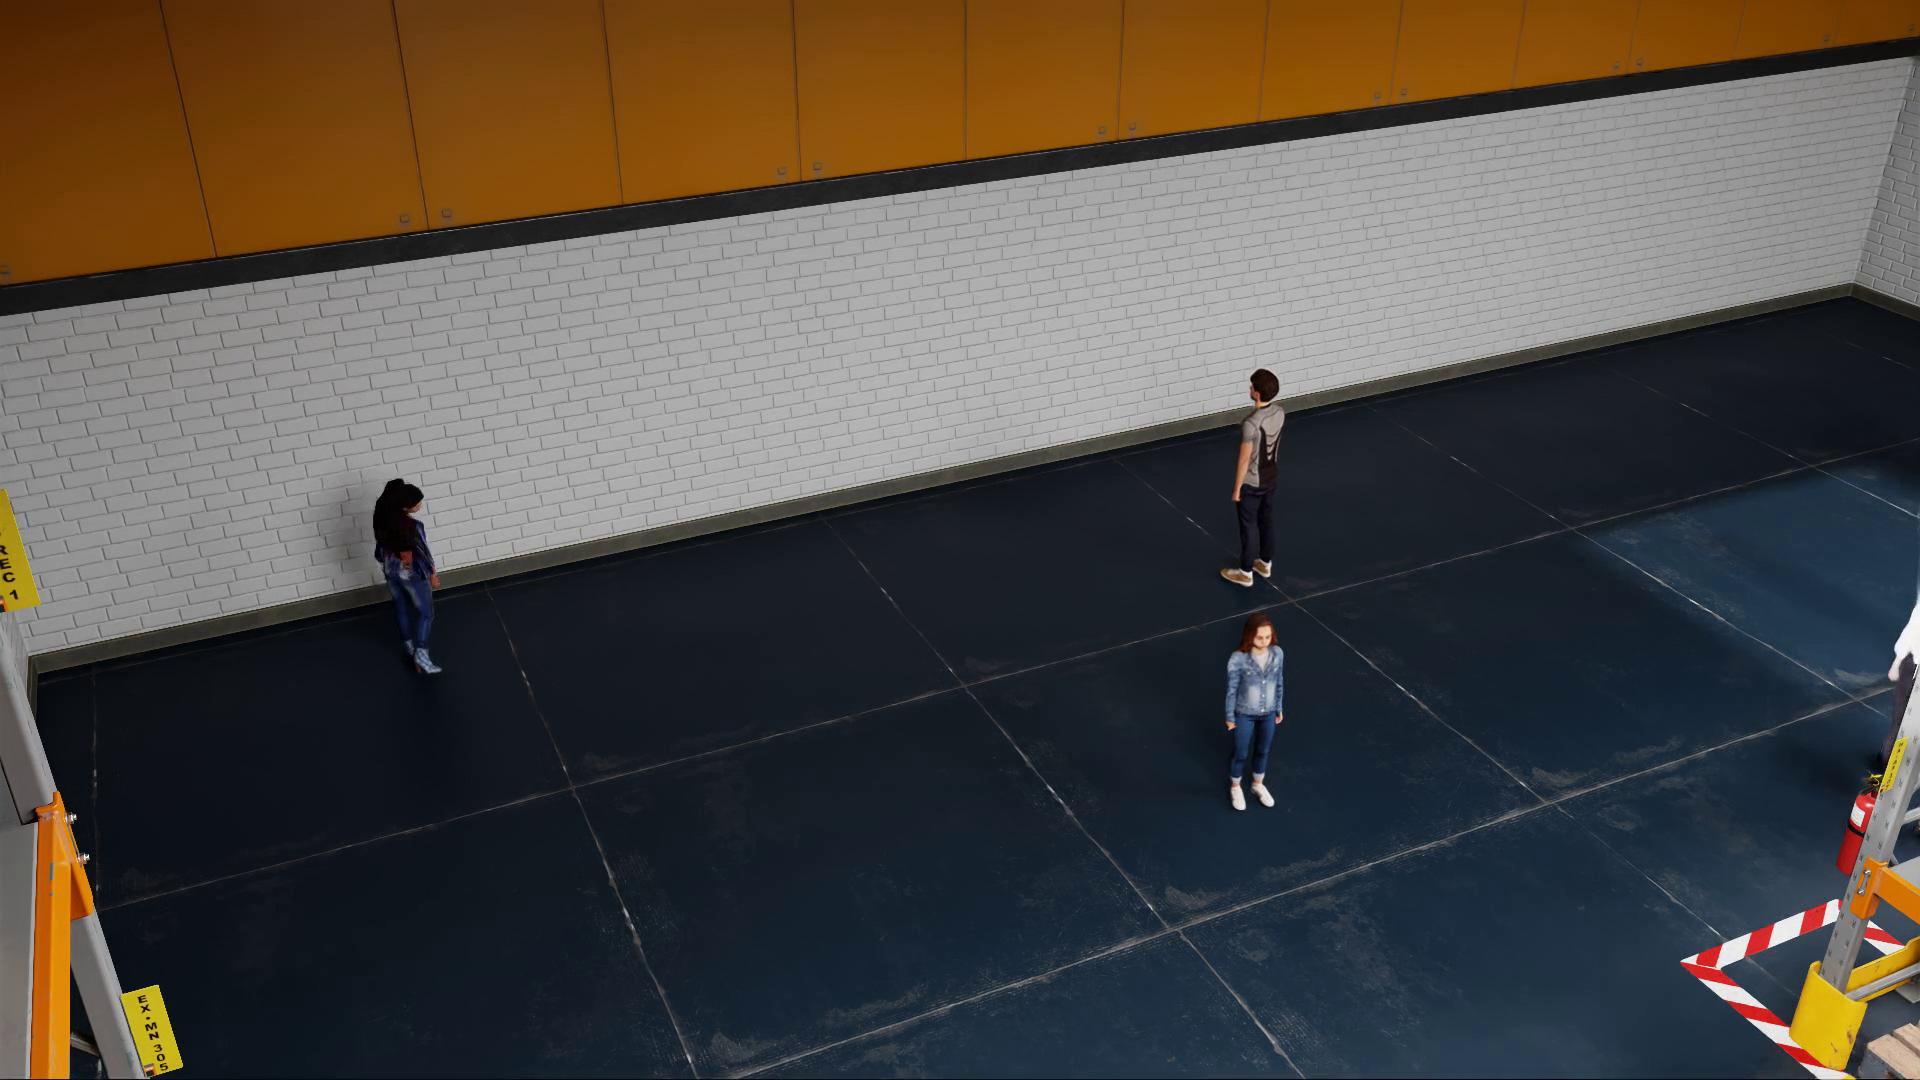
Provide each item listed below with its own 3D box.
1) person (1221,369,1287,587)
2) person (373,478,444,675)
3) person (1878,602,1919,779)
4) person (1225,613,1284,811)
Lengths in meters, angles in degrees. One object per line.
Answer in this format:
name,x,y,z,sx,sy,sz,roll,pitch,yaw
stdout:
person,2.446,-0.513,13.633,0.707,1.895,0.670,-24,37,-37
person,-4.217,0.246,12.535,0.713,1.615,0.802,6,29,11
person,6.501,0.933,11.183,1.073,1.703,1.175,10,30,18
person,1.954,1.121,11.075,0.590,1.476,0.543,-9,30,-16
